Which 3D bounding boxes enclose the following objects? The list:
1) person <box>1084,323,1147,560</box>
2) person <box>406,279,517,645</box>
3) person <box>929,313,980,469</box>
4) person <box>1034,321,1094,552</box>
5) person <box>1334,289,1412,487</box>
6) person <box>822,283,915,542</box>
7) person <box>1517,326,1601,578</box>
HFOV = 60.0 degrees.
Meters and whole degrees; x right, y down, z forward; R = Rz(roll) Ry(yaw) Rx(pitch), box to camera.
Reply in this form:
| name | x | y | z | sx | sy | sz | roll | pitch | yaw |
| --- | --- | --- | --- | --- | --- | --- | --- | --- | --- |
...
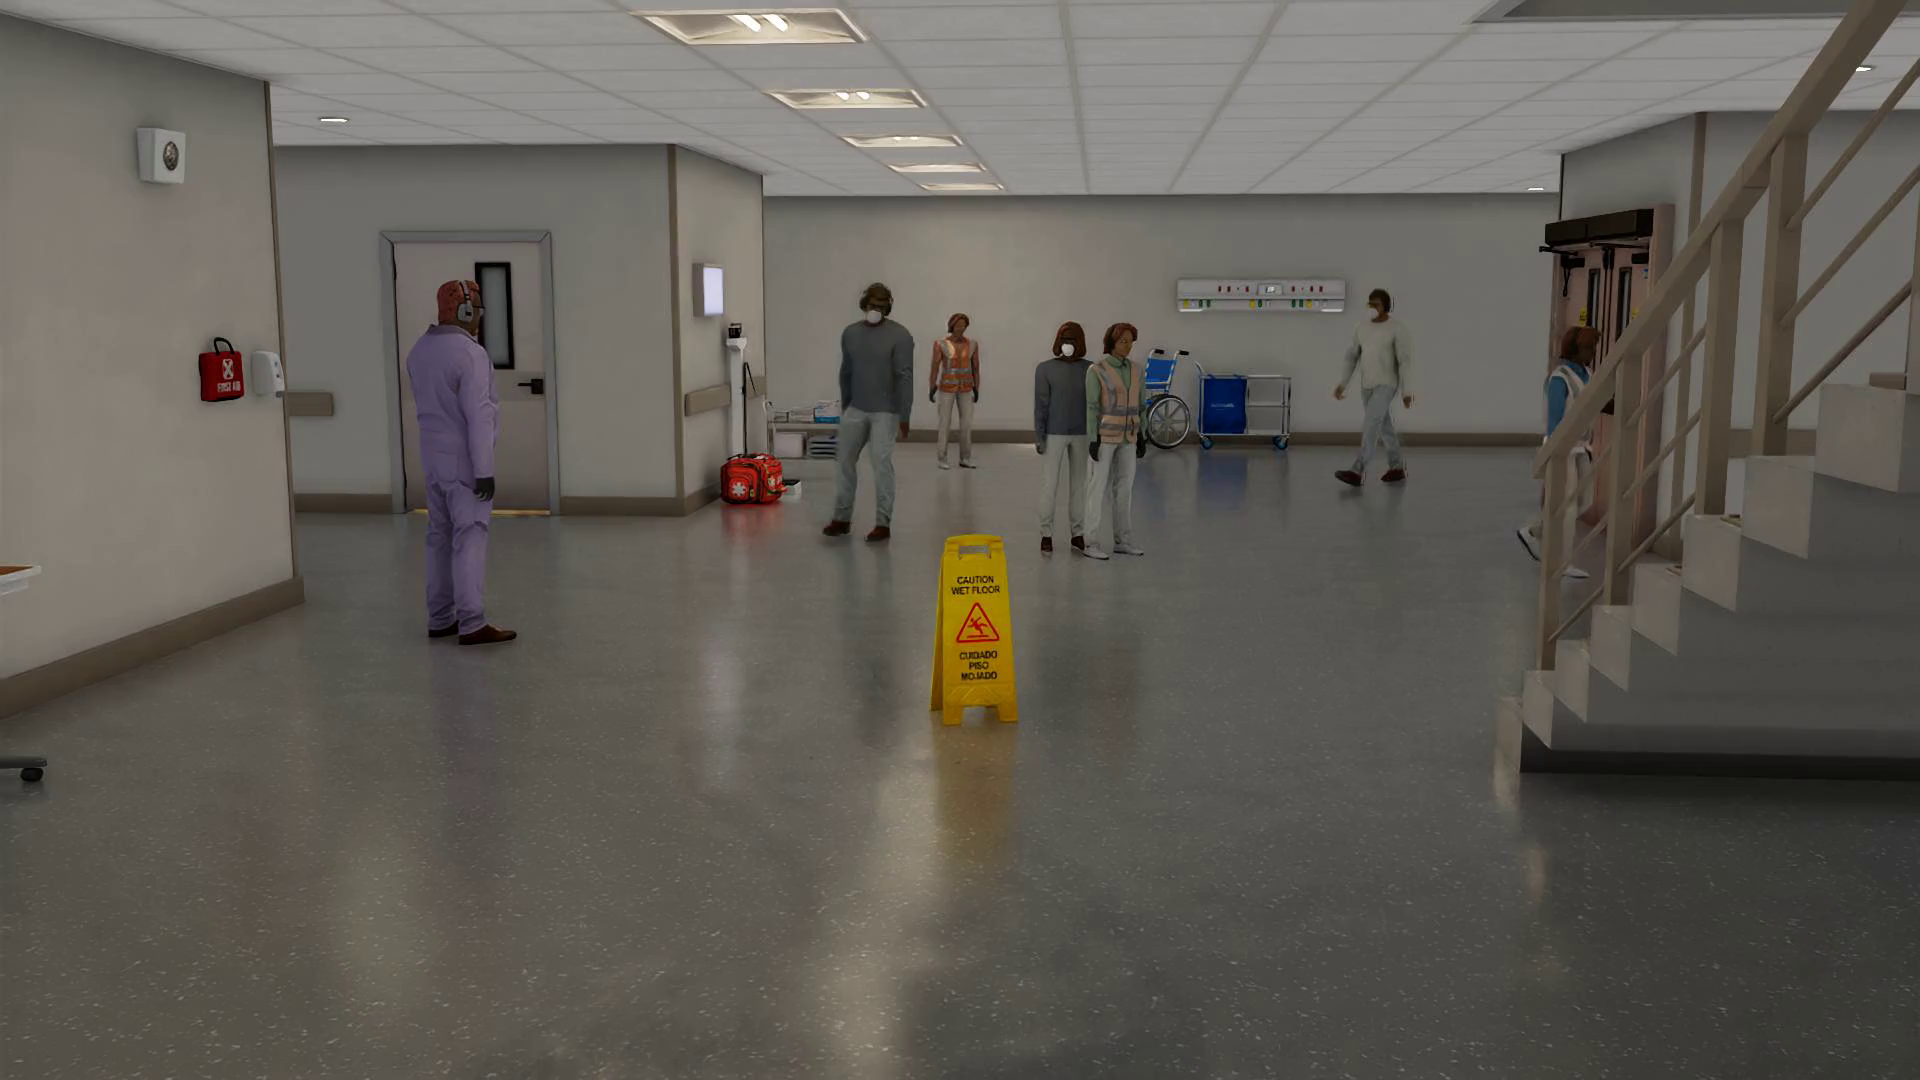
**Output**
| name | x | y | z | sx | sy | sz | roll | pitch | yaw |
| --- | --- | --- | --- | --- | --- | --- | --- | --- | --- |
| person | 1.072 | -0.681 | 11.491 | 0.514 | 1.630 | 0.318 | -6 | 10 | -34 |
| person | -2.598 | -0.403 | 8.700 | 0.632 | 1.899 | 0.401 | 8 | 12 | 44 |
| person | -0.074 | -1.550 | 17.392 | 0.596 | 1.632 | 0.315 | -3 | 9 | -20 |
| person | 0.770 | -0.729 | 11.800 | 0.501 | 1.631 | 0.287 | -2 | 9 | -13 |
| person | 3.997 | -1.456 | 15.939 | 1.069 | 1.879 | 0.623 | -5 | 10 | -32 |
| person | -0.621 | -0.924 | 12.205 | 0.692 | 1.907 | 0.438 | 5 | 10 | 31 |
| person | 3.883 | -0.574 | 10.762 | 0.457 | 1.624 | 0.519 | 7 | 11 | 41 |
